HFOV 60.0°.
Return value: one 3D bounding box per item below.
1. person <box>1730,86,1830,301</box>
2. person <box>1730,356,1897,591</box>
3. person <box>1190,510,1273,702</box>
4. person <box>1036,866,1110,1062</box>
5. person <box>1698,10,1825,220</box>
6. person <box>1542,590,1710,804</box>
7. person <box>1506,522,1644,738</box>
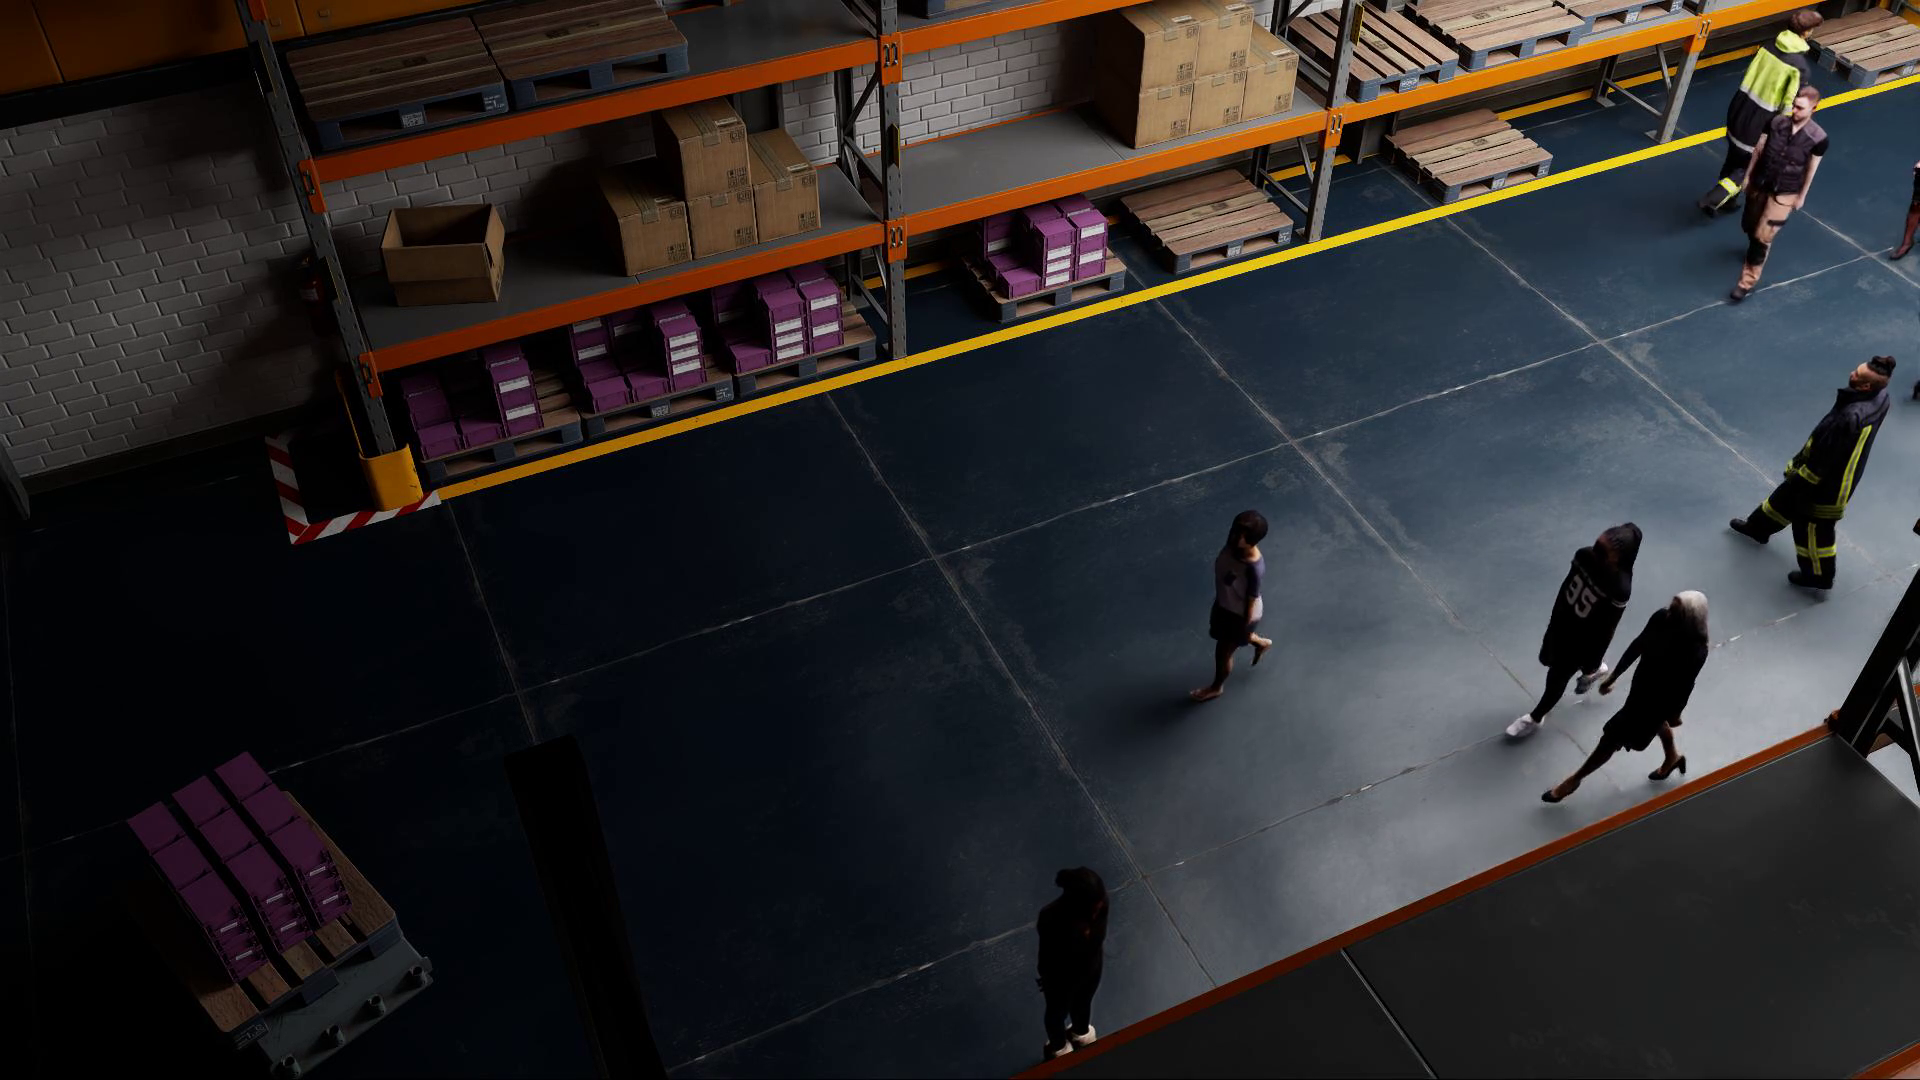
[{"bbox_3d":[6.760,-2.931,13.711,1.203,1.805,0.905,-34,53,-30],"label":"person"},{"bbox_3d":[5.849,-0.433,11.076,1.065,1.823,1.123,34,53,30],"label":"person"},{"bbox_3d":[1.782,0.399,10.400,0.841,1.551,0.622,-12,45,-13],"label":"person"},{"bbox_3d":[0.561,2.169,8.463,0.600,1.661,0.665,0,44,0],"label":"person"},{"bbox_3d":[6.795,-3.609,14.315,0.911,1.954,0.847,-15,46,-15],"label":"person"},{"bbox_3d":[4.121,0.910,9.766,1.232,1.686,0.784,-8,44,-8],"label":"person"},{"bbox_3d":[3.831,0.544,10.131,0.951,1.712,0.635,-15,46,-15],"label":"person"}]
